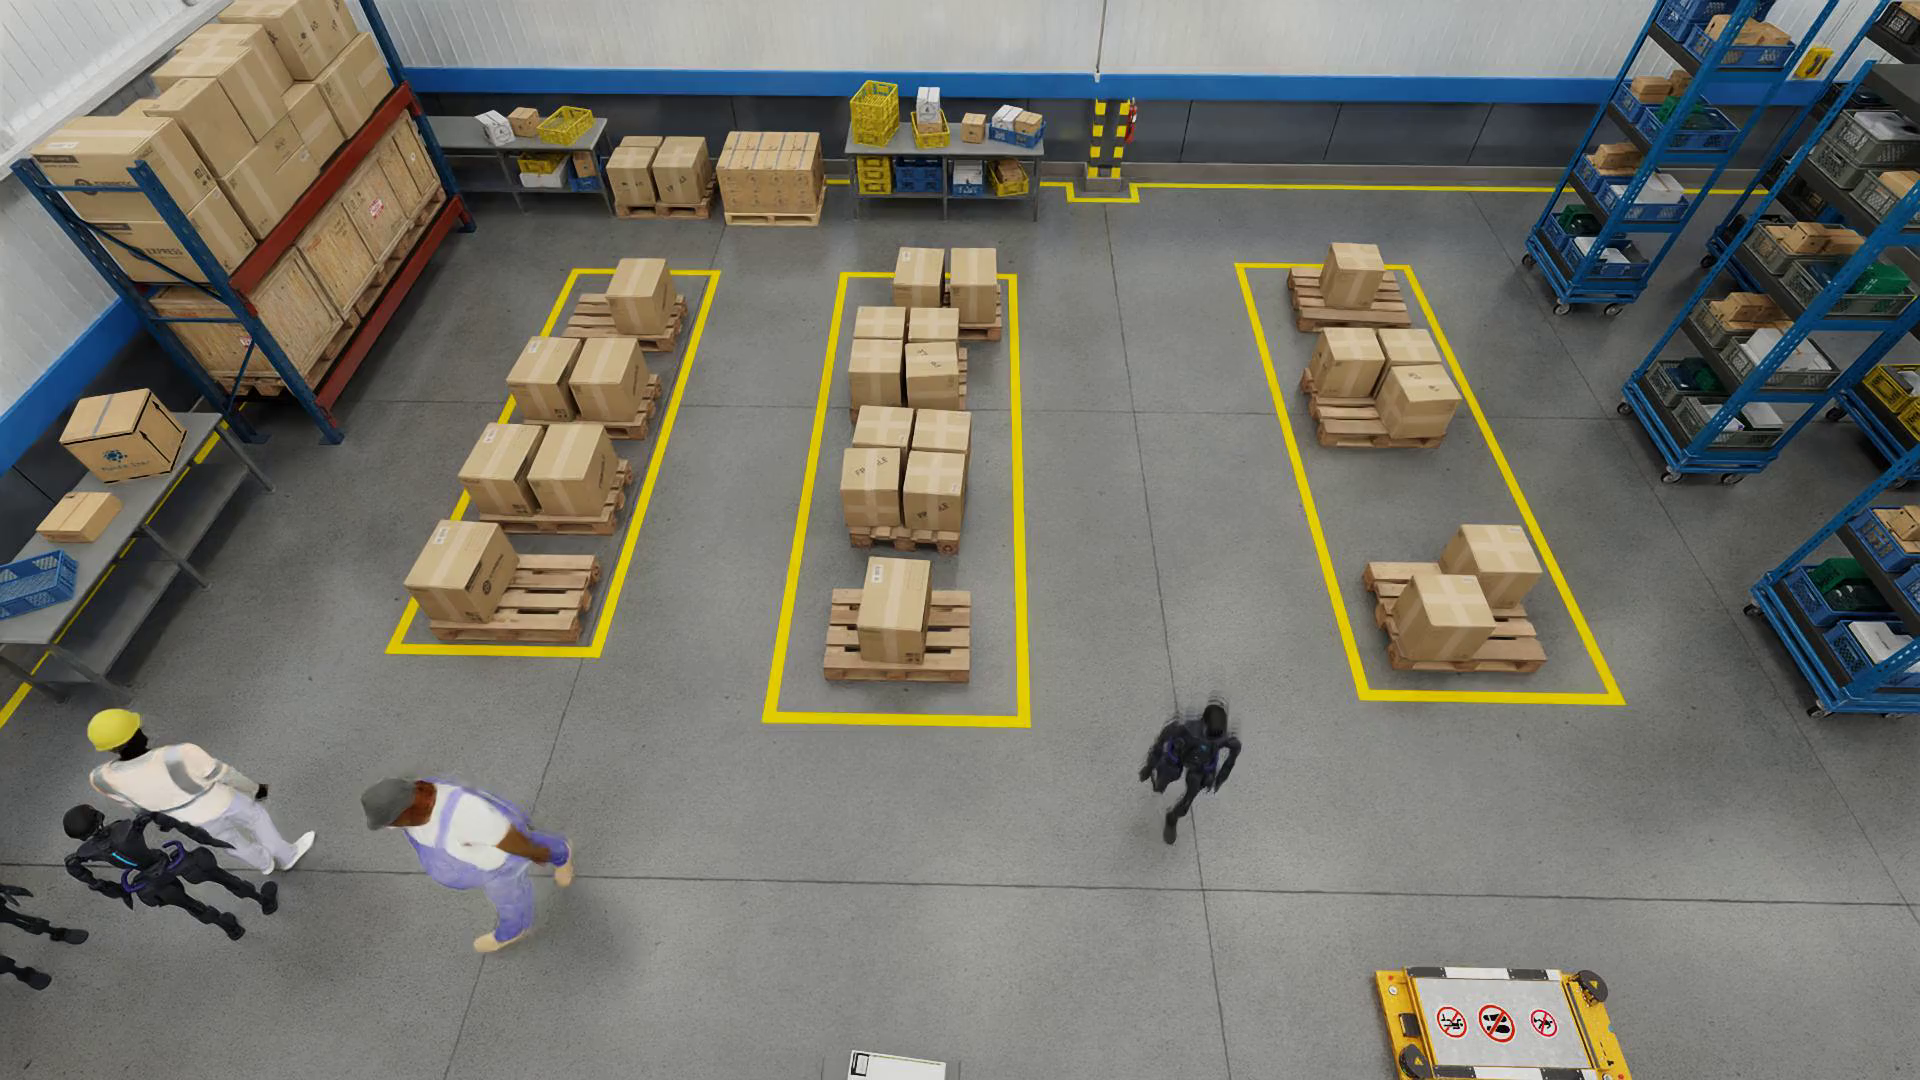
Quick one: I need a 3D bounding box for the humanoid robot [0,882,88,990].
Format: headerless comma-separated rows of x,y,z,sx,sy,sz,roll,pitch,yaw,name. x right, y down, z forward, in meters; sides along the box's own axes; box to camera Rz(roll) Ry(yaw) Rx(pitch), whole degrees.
-6.188,2.354,5.656,0.345,1.648,0.569,13,52,11,humanoid robot

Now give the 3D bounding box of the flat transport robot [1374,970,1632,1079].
3.501,3.133,5.914,1.431,0.197,0.652,1,51,1,flat transport robot

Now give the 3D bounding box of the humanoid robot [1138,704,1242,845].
1.574,1.505,6.363,0.577,1.642,0.552,14,52,11,humanoid robot

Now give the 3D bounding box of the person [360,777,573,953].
-3.043,1.925,5.775,0.718,2.000,0.856,27,56,20,person

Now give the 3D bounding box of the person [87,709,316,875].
-5.009,1.693,6.059,0.613,1.902,0.434,-18,53,-14,person

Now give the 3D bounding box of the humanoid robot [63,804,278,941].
-5.054,2.110,5.847,0.606,1.657,0.321,-38,60,-26,humanoid robot
